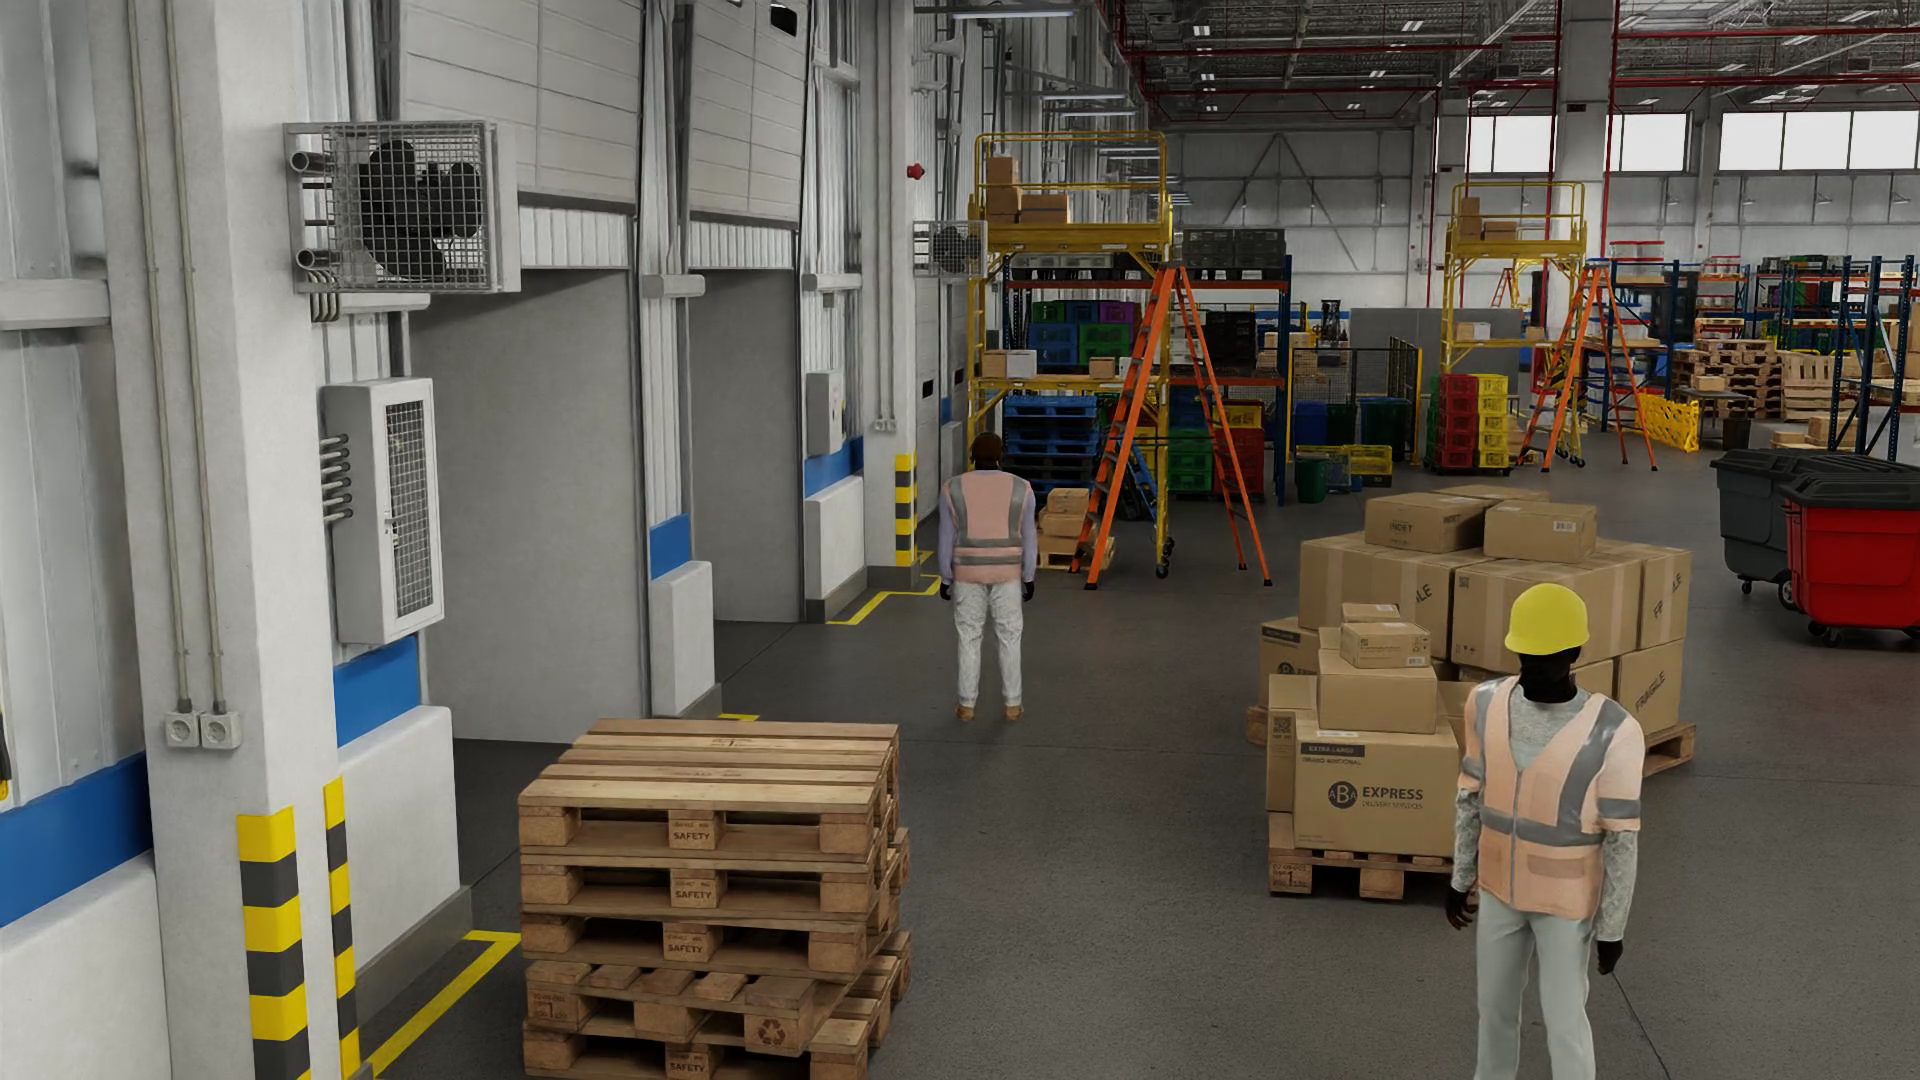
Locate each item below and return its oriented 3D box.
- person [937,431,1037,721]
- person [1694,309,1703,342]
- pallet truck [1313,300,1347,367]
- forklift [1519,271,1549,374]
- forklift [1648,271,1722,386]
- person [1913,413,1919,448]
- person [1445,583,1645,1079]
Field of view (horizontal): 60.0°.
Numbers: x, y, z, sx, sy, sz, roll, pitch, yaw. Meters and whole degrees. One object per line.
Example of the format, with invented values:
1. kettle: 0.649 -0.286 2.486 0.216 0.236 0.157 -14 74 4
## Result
1. person: 0.171 0.231 10.534 0.631 1.842 0.428 0 9 -2
2. person: 21.881 -6.024 49.575 0.531 1.692 0.320 -3 10 -17
3. pallet truck: 11.159 -6.200 49.718 0.823 1.965 1.885 4 10 26
4. forklift: 16.079 -6.008 45.821 1.873 2.768 1.129 -3 10 -19
5. forklift: 17.345 -5.090 40.156 1.129 2.768 1.873 -4 10 -24
6. person: 15.558 -2.340 26.714 0.319 1.739 0.484 5 10 28
7. person: 1.773 1.073 5.120 0.389 1.919 0.591 -7 12 -38
